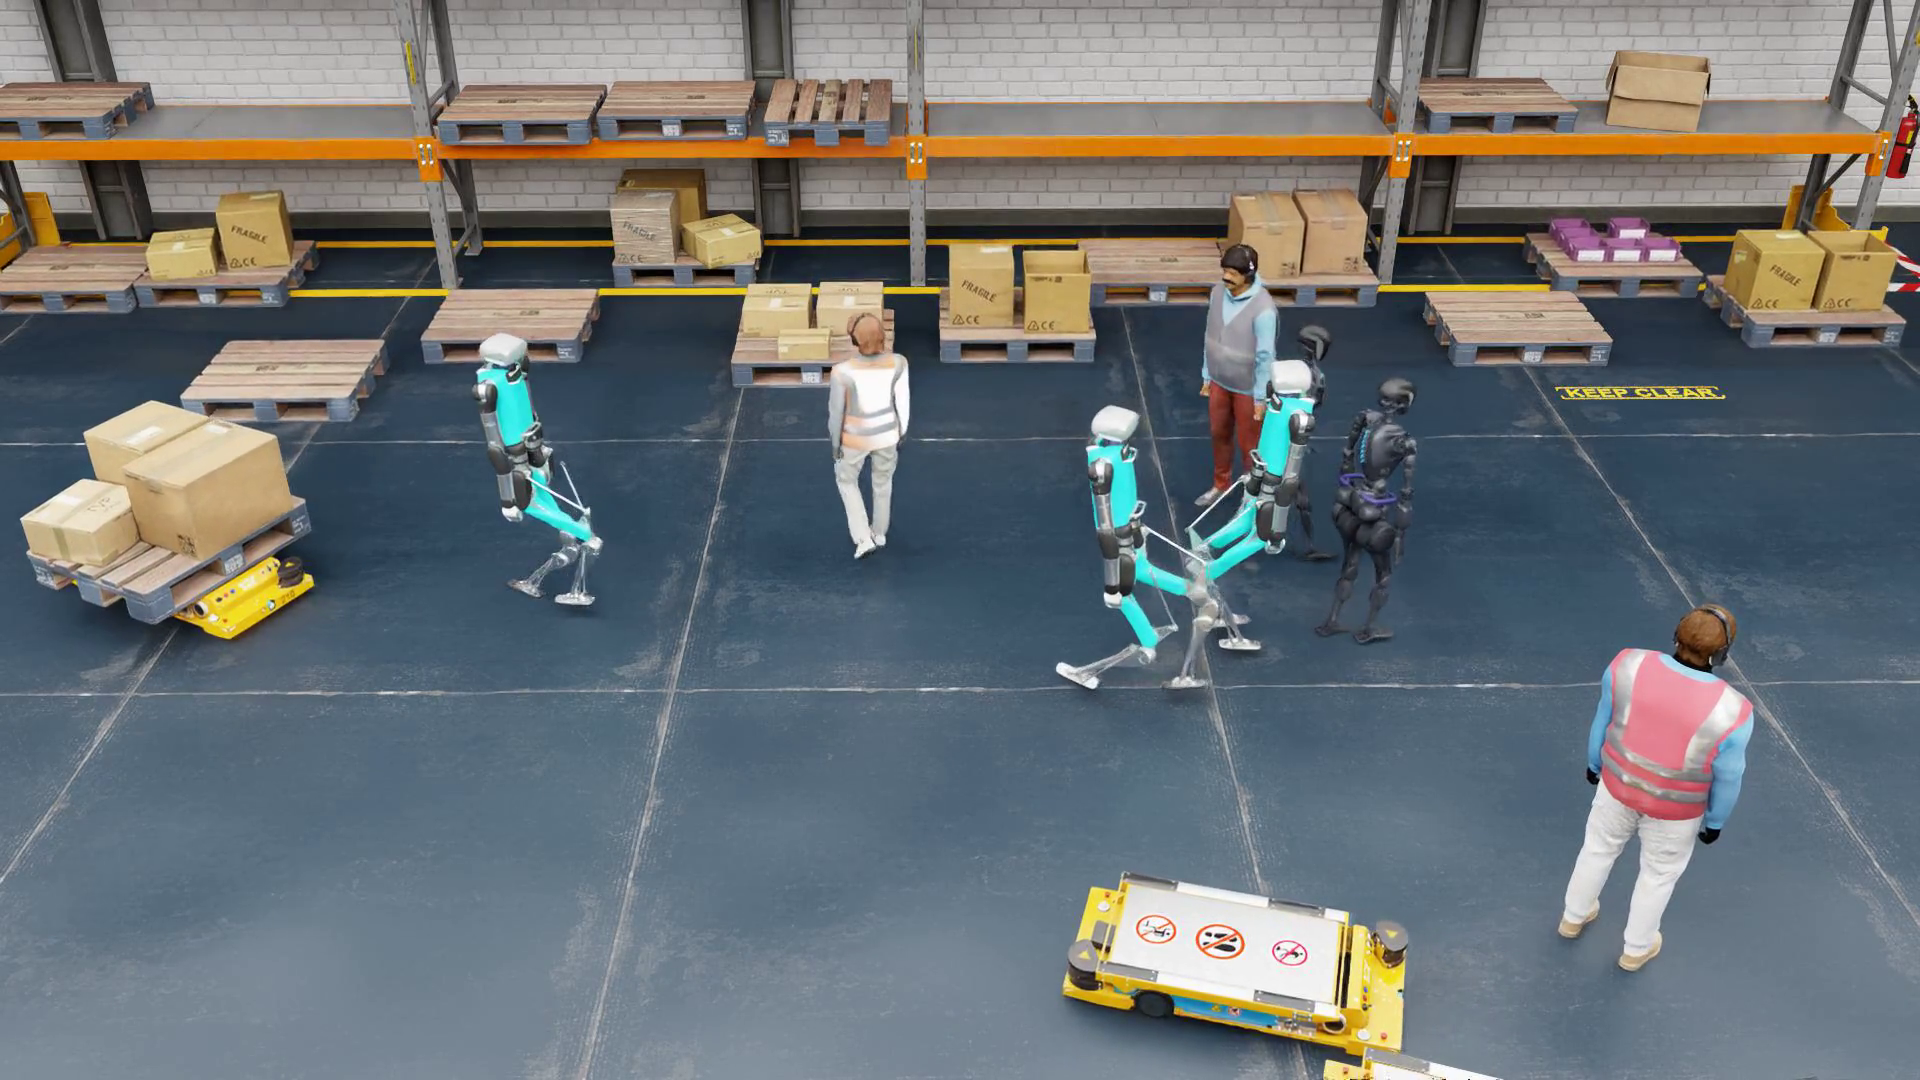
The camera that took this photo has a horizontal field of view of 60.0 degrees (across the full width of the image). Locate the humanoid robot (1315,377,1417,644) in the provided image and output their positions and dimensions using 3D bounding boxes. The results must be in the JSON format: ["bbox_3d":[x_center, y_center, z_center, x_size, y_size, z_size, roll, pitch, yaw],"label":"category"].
[{"bbox_3d":[2.280,-0.156,9.322,0.397,1.648,0.608,-15,34,-23],"label":"humanoid robot"}]

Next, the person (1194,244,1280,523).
[{"bbox_3d":[1.764,-0.993,10.523,0.441,1.863,0.548,-23,38,-33],"label":"person"}]

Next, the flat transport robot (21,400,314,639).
[{"bbox_3d":[-4.700,0.196,10.085,1.431,0.231,0.659,15,34,23],"label":"flat transport robot"}]

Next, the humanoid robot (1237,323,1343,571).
[{"bbox_3d":[2.004,-0.539,9.987,0.745,1.624,0.610,7,32,12],"label":"humanoid robot"}]

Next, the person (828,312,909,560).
[{"bbox_3d":[-0.545,-0.618,10.117,0.521,1.631,0.506,-10,32,-16],"label":"person"}]

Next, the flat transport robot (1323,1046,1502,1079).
[{"bbox_3d":[2.091,2.404,6.408,1.431,0.231,0.659,10,32,16],"label":"flat transport robot"}]

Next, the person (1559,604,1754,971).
[{"bbox_3d":[2.984,1.066,7.124,0.634,1.831,0.430,25,39,35],"label":"person"}]

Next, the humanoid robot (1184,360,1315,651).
[{"bbox_3d":[1.527,-0.173,9.193,0.720,1.709,0.530,-4,31,-6],"label":"humanoid robot"}]

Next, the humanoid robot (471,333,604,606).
[{"bbox_3d":[-2.345,-0.317,9.523,0.875,1.791,0.540,6,31,10],"label":"humanoid robot"}]

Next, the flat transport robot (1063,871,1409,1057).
[{"bbox_3d":[1.221,1.857,7.320,1.431,0.231,0.659,8,32,13],"label":"flat transport robot"}]

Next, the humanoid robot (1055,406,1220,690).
[{"bbox_3d":[1.053,0.155,8.779,1.034,1.758,0.530,9,32,15],"label":"humanoid robot"}]
